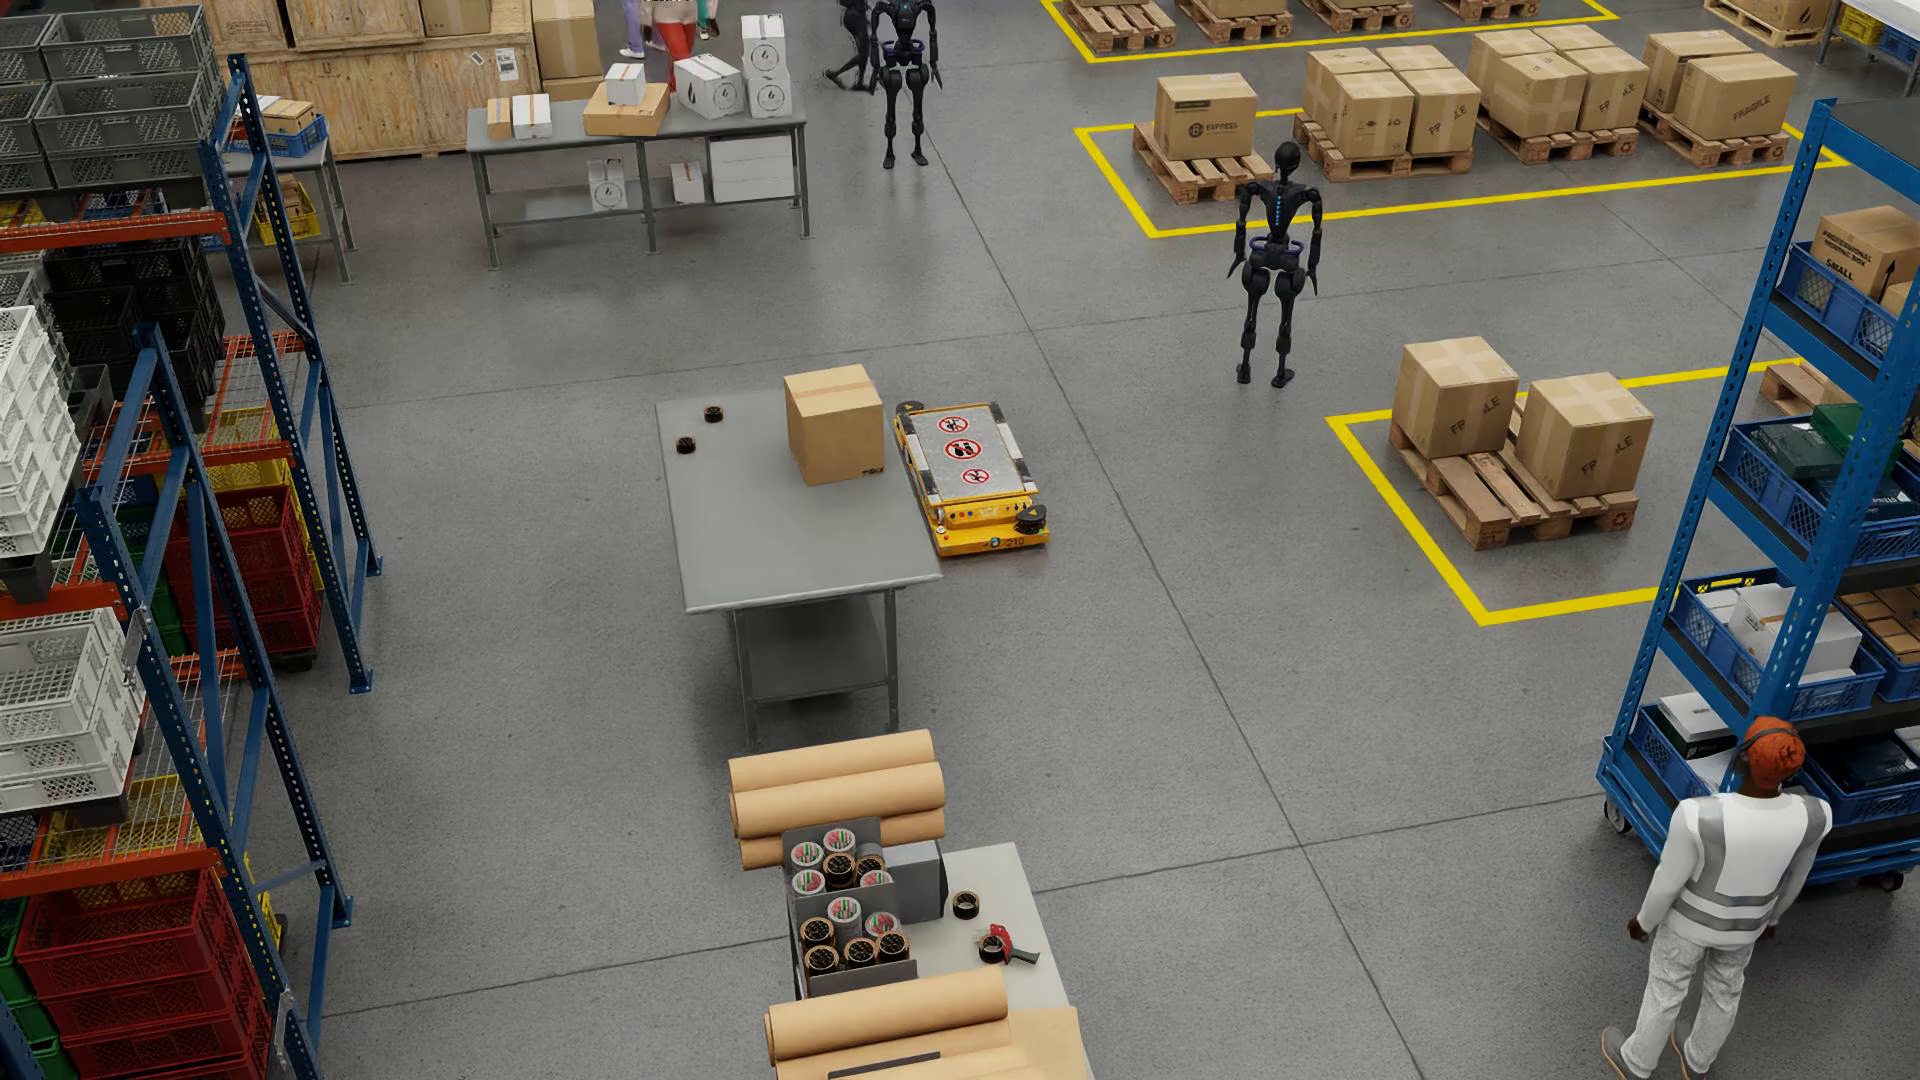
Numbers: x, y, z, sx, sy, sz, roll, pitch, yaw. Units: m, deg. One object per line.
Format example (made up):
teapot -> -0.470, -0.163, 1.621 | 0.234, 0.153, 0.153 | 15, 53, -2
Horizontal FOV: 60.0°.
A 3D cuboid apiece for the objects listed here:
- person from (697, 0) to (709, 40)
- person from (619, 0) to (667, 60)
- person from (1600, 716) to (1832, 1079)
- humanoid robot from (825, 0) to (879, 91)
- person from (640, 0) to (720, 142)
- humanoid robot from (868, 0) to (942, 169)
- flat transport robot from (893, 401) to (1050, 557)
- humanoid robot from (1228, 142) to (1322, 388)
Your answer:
person -> -2.657, -5.679, 15.930 | 0.523, 1.769, 0.312 | -1, 37, -1
person -> -3.081, -5.498, 15.568 | 0.582, 1.917, 0.400 | -30, 46, -34
person -> 2.841, 1.417, 6.298 | 0.574, 1.882, 0.361 | -1, 37, -1
humanoid robot -> -0.936, -4.748, 14.762 | 0.473, 1.636, 0.630 | 3, 37, 4
person -> -2.327, -4.390, 14.054 | 0.934, 1.942, 0.608 | 31, 46, 34
humanoid robot -> -0.450, -3.845, 13.531 | 0.609, 1.656, 0.313 | -7, 37, -10
flat transport robot -> 0.046, -0.430, 10.108 | 0.652, 0.197, 1.431 | -8, 37, -10
humanoid robot -> 2.035, -1.785, 10.761 | 0.600, 1.657, 0.331 | 11, 38, 15
